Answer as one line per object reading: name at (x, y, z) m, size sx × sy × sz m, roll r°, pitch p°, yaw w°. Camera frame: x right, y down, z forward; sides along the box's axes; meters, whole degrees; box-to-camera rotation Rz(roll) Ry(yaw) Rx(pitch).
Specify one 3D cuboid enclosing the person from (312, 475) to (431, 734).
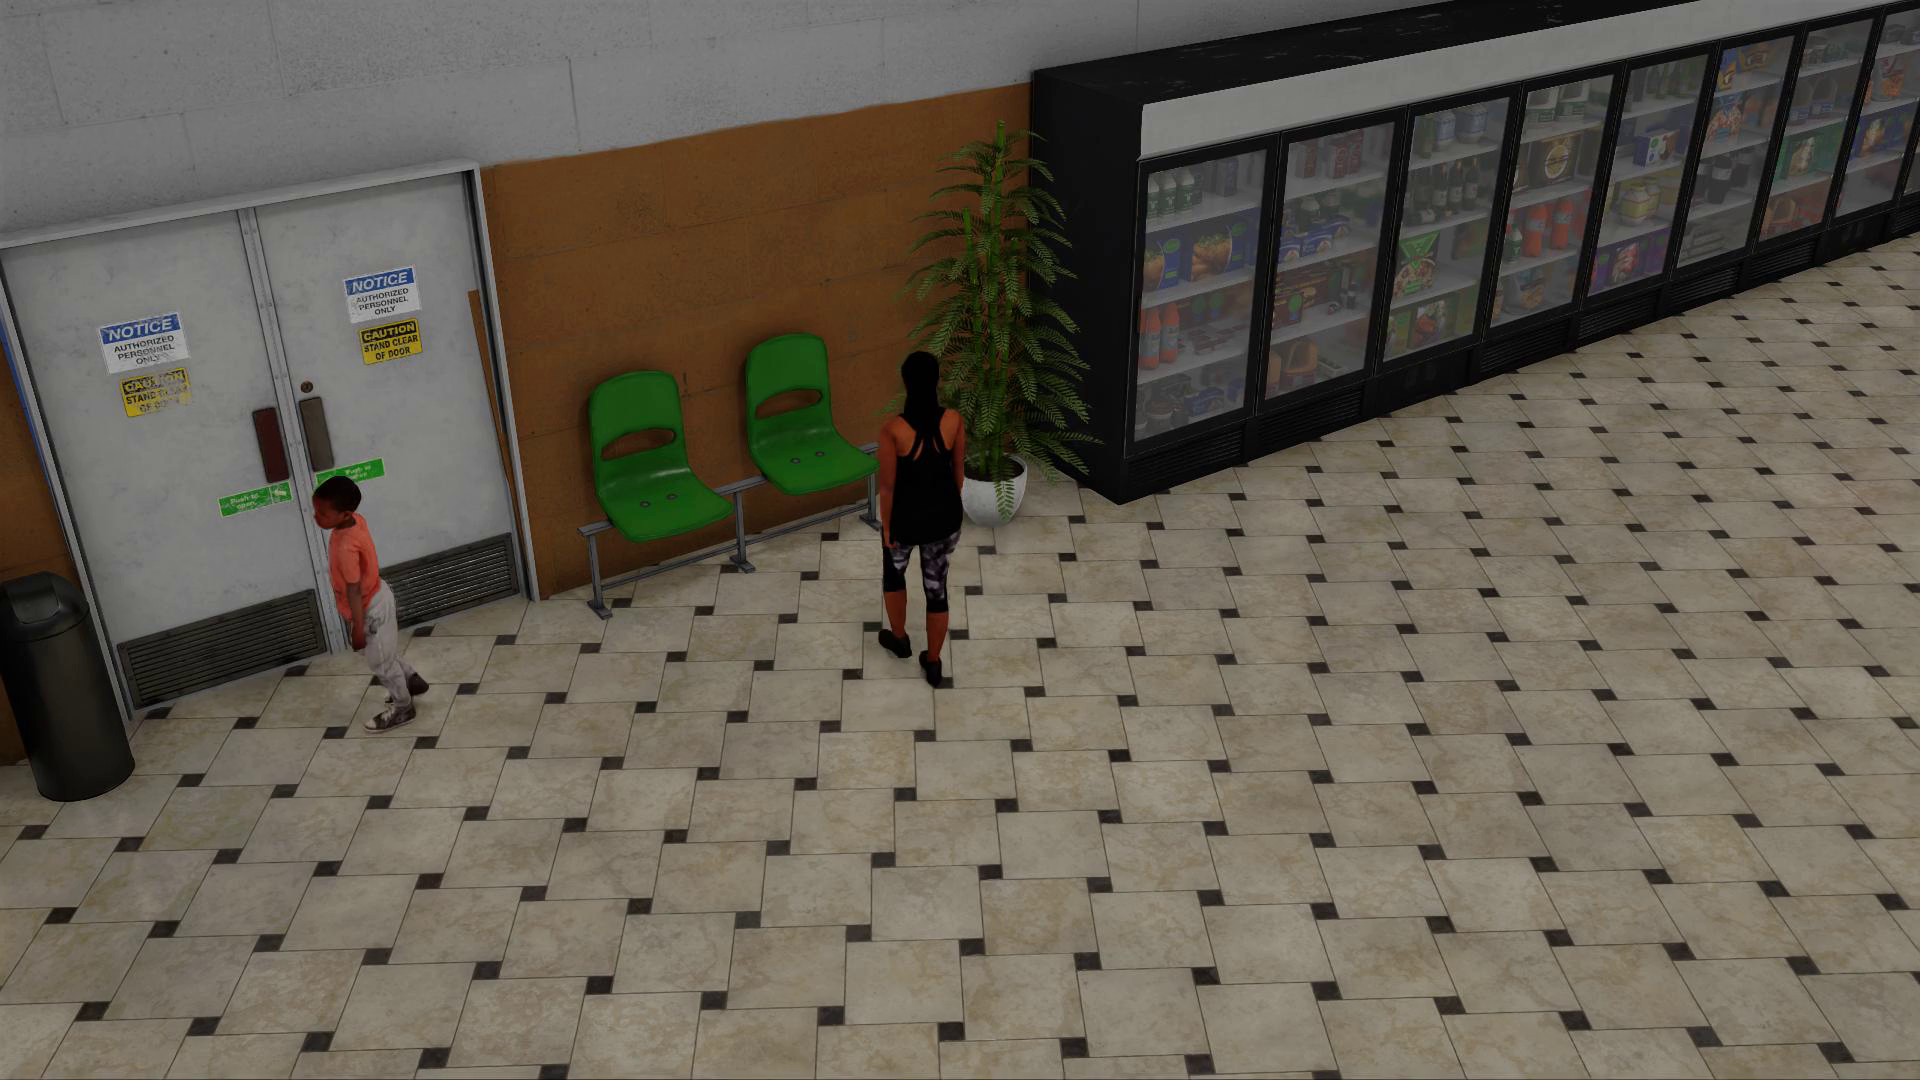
person at (-2.579, 0.275, 7.327) m, size 0.666 × 1.296 × 0.564 m, roll -3°, pitch 29°, yaw -6°

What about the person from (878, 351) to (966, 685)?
person at (-0.143, -0.073, 7.592) m, size 0.700 × 1.653 × 0.782 m, roll -9°, pitch 30°, yaw -16°
